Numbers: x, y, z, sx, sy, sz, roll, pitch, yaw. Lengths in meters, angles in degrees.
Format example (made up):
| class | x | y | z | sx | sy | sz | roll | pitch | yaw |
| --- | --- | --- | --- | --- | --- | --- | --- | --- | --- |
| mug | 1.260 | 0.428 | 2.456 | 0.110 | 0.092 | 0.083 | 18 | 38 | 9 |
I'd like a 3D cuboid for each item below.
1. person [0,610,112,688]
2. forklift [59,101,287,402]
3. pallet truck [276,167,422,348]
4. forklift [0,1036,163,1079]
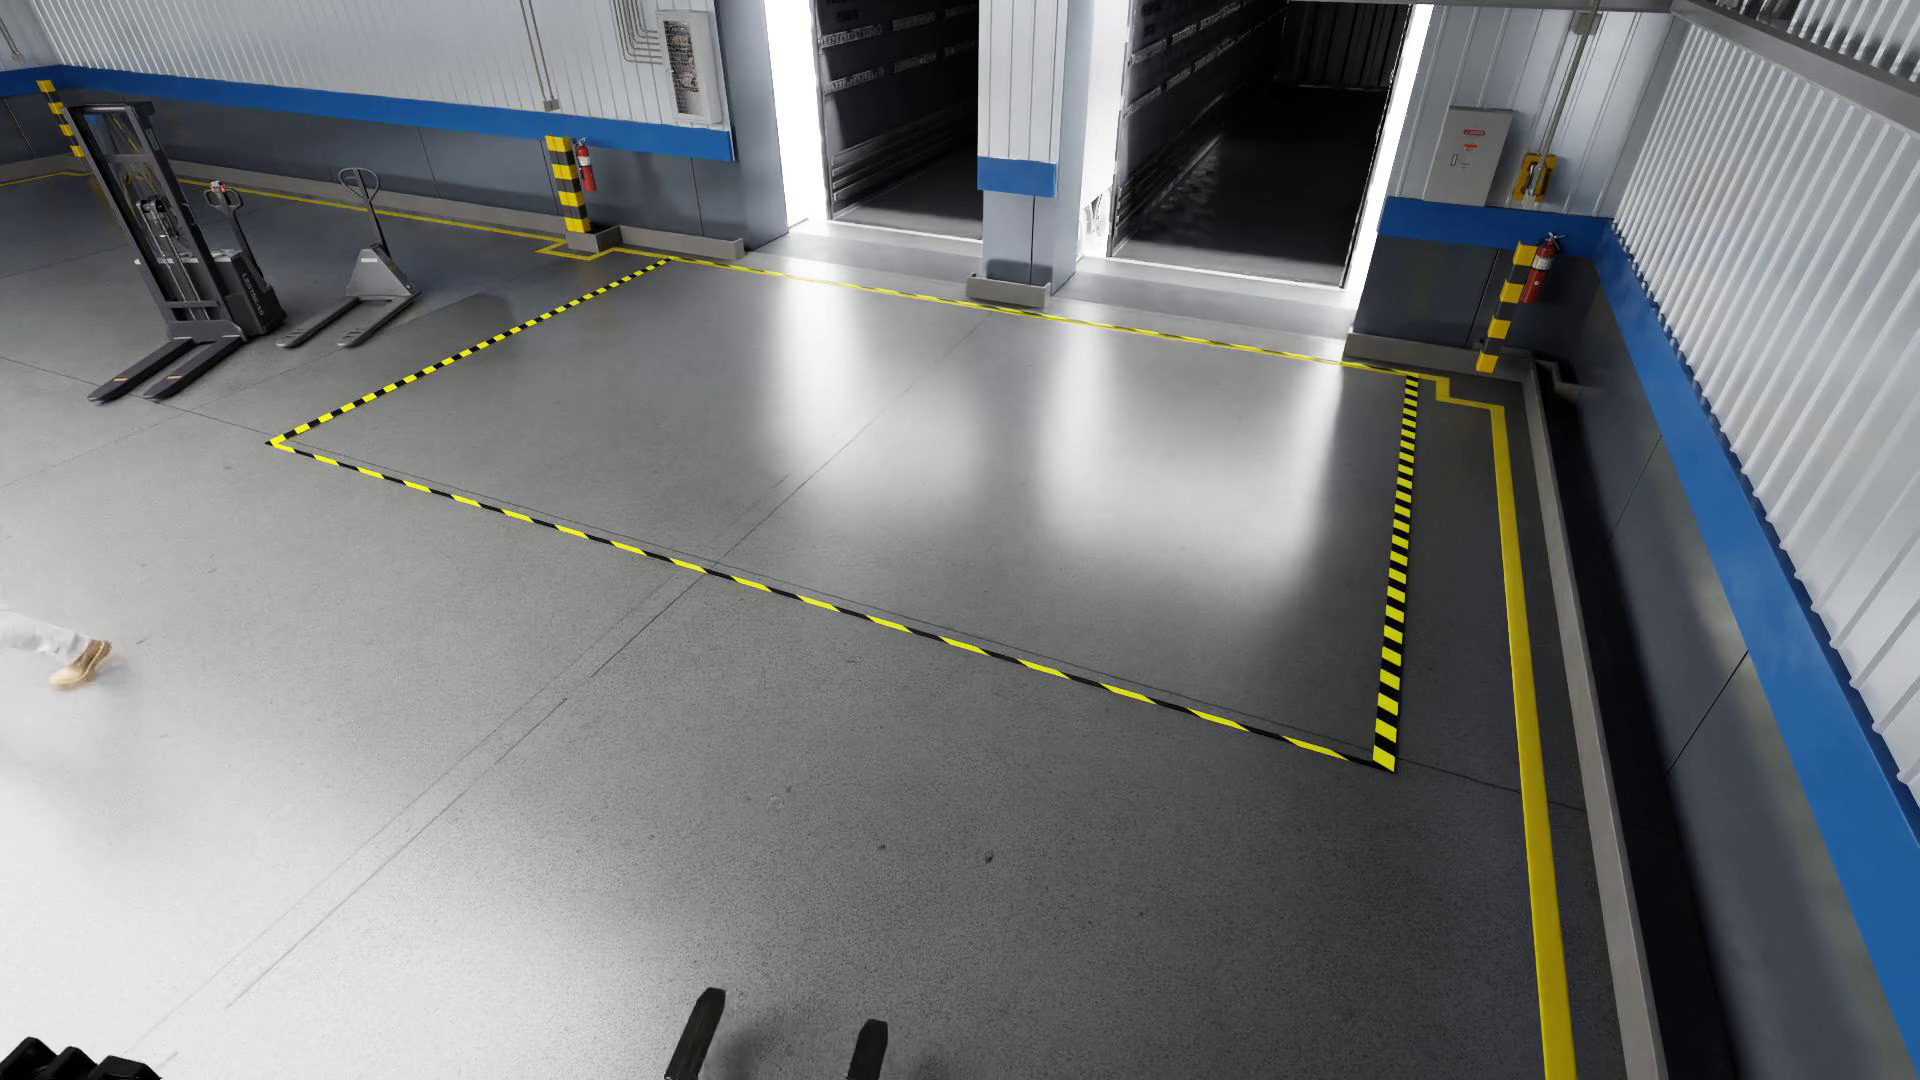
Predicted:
| class | x | y | z | sx | sy | sz | roll | pitch | yaw |
| --- | --- | --- | --- | --- | --- | --- | --- | --- | --- |
| person | -4.794 | 0.081 | 4.090 | 0.964 | 1.788 | 0.643 | -29 | 44 | -35 |
| forklift | -6.686 | -2.387 | 7.434 | 0.823 | 1.965 | 1.885 | -3 | 35 | -5 |
| pallet truck | -5.732 | -2.611 | 8.414 | 0.680 | 1.201 | 1.601 | -1 | 35 | -1 |
| forklift | -1.027 | 2.122 | 0.674 | 1.157 | 2.036 | 2.680 | 6 | 35 | 9 |
